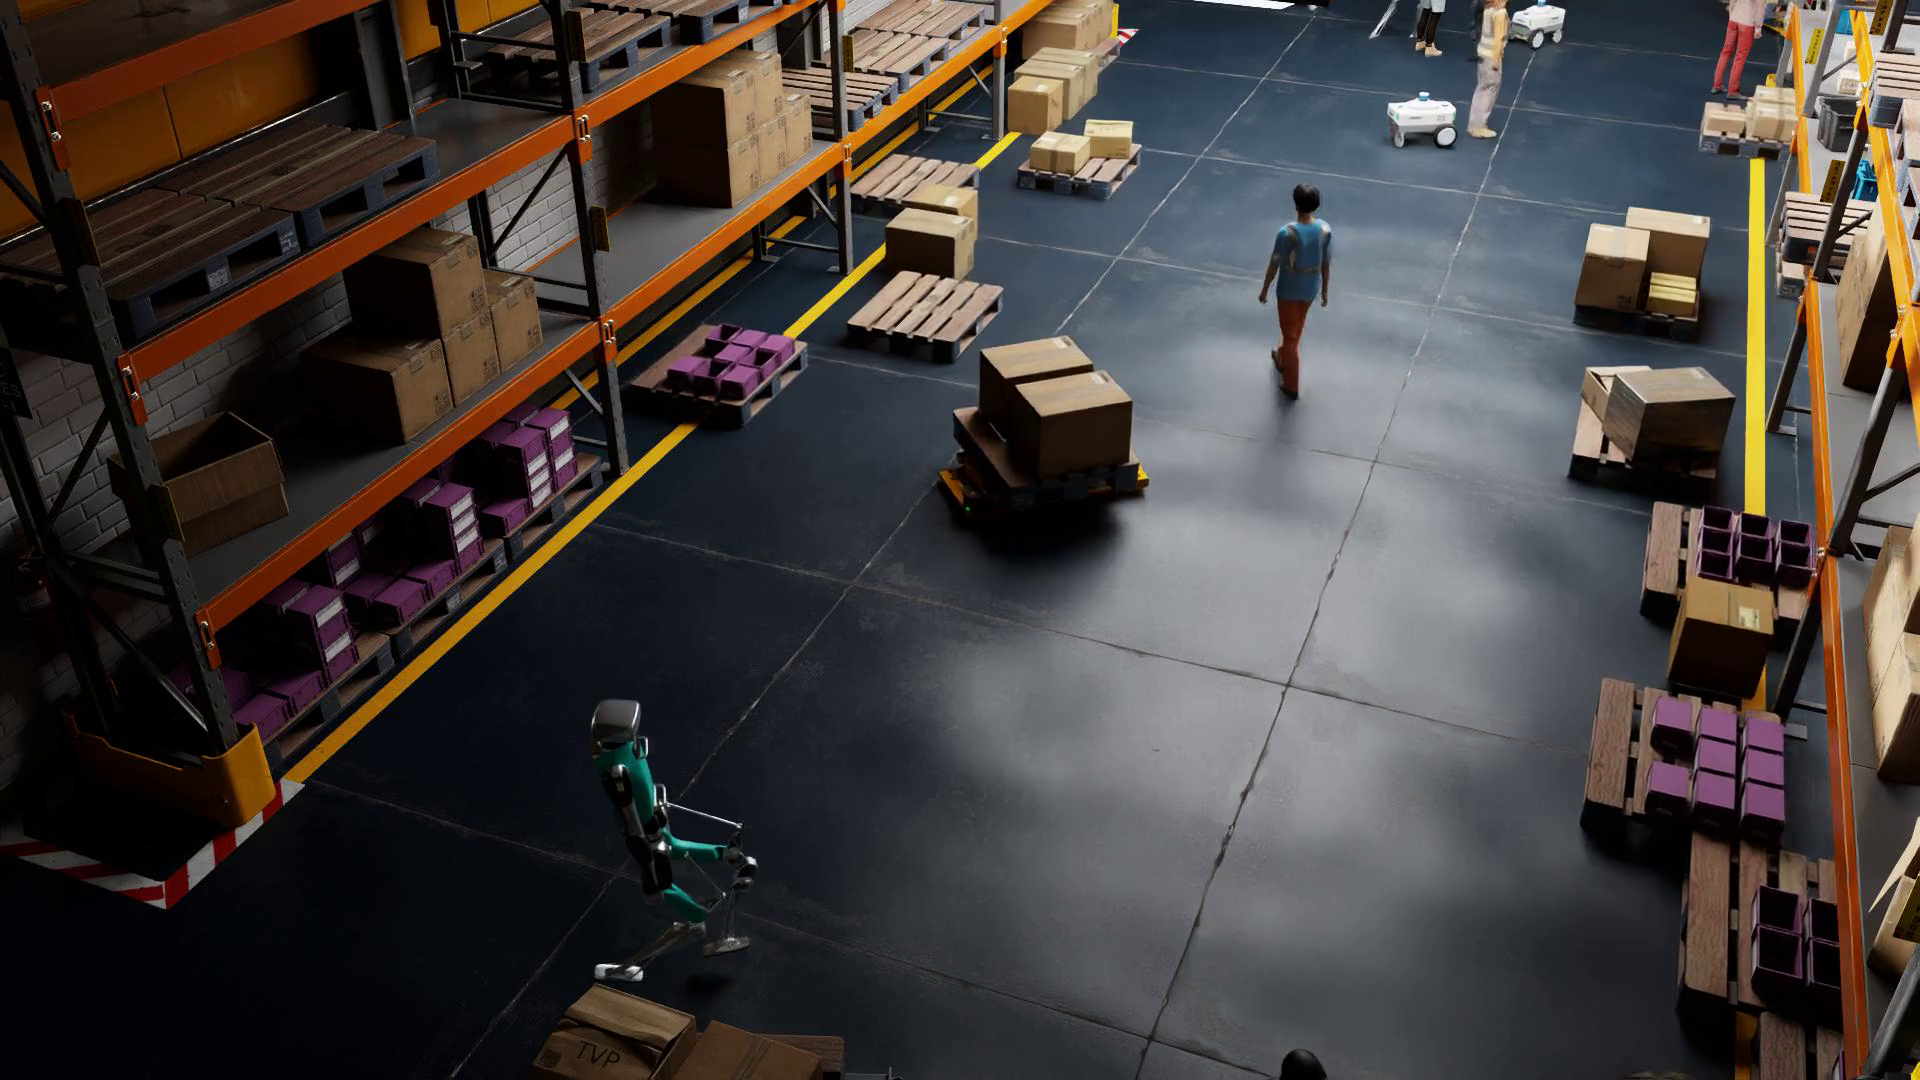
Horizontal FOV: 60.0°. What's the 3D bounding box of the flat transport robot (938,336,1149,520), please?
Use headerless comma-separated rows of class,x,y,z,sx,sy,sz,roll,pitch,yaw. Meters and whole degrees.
flat transport robot,0.620,-0.495,12.358,1.431,0.231,0.659,-11,35,-17

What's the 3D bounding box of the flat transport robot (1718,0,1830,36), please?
flat transport robot,11.140,-7.119,22.609,0.659,0.231,1.431,-7,34,-11

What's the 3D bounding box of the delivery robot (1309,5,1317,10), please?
delivery robot,4.822,-7.787,23.374,0.760,0.588,0.517,20,38,28

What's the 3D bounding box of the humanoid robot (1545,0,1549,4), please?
humanoid robot,8.185,-8.153,22.946,0.599,1.632,0.726,23,39,31

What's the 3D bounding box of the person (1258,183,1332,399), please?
person,2.666,-2.065,13.430,0.524,1.734,0.819,-9,34,-14

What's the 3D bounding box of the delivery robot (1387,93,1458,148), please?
delivery robot,5.171,-4.703,18.608,0.768,0.596,0.525,-4,33,-6

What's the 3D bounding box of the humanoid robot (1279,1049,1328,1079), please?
humanoid robot,1.260,2.525,6.391,0.608,1.649,0.428,-13,35,-19

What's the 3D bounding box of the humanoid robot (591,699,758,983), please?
humanoid robot,-1.330,1.468,7.979,1.007,1.737,0.538,-6,33,-9

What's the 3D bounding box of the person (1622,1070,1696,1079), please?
person,2.462,2.578,6.175,0.572,1.824,1.007,-14,35,-20

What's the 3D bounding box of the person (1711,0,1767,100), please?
person,9.280,-6.111,19.666,0.299,1.772,0.523,-11,35,-17

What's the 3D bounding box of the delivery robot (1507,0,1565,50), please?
delivery robot,7.555,-6.768,21.804,0.775,0.596,0.499,-20,38,-27

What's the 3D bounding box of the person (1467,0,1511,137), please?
person,5.956,-5.407,18.605,0.310,1.733,0.586,-2,33,-2

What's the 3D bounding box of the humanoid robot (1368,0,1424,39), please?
humanoid robot,5.857,-7.450,21.810,0.859,1.792,0.601,-24,40,-32

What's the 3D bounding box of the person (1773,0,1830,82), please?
person,10.242,-6.505,20.188,0.594,1.865,0.592,4,33,7

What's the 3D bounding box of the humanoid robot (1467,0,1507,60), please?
humanoid robot,6.708,-6.869,20.933,0.609,1.636,0.331,-24,40,-32

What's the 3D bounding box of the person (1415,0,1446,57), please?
person,6.067,-7.033,21.167,0.319,1.693,0.531,-9,34,-14
